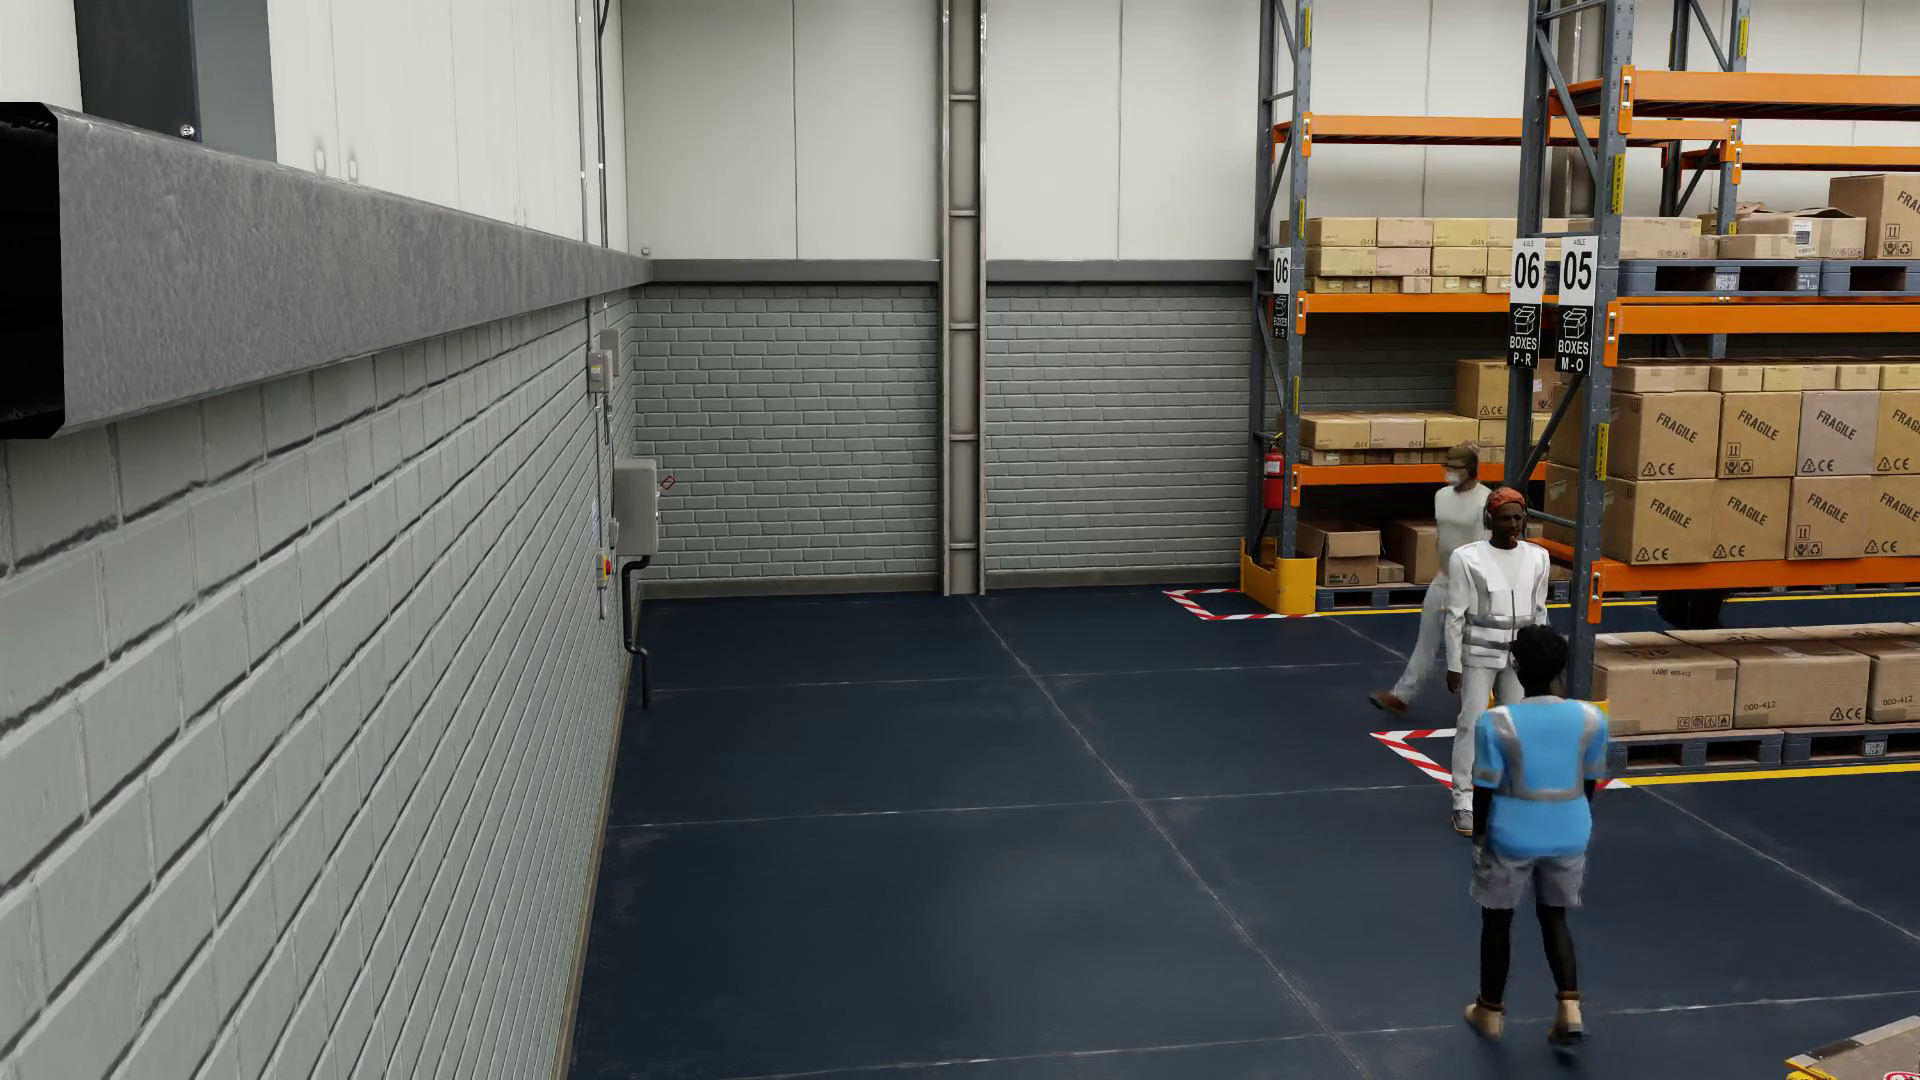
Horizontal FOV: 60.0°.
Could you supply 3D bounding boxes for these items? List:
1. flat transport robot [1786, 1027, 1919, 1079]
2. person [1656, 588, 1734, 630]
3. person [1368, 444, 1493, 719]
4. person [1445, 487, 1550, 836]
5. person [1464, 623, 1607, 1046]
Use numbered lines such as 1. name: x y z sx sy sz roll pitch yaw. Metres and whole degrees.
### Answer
1. flat transport robot: 3.486 1.957 5.871 1.431 0.197 0.652 -5 10 -28
2. person: 5.290 0.107 11.838 0.586 2.000 0.711 -2 10 -15
3. person: 3.267 0.304 11.095 1.032 1.879 0.634 -4 10 -26
4. person: 2.889 0.653 8.950 0.584 1.882 0.349 -2 9 -11
5. person: 2.231 1.165 6.425 0.542 1.682 0.434 0 9 -3
